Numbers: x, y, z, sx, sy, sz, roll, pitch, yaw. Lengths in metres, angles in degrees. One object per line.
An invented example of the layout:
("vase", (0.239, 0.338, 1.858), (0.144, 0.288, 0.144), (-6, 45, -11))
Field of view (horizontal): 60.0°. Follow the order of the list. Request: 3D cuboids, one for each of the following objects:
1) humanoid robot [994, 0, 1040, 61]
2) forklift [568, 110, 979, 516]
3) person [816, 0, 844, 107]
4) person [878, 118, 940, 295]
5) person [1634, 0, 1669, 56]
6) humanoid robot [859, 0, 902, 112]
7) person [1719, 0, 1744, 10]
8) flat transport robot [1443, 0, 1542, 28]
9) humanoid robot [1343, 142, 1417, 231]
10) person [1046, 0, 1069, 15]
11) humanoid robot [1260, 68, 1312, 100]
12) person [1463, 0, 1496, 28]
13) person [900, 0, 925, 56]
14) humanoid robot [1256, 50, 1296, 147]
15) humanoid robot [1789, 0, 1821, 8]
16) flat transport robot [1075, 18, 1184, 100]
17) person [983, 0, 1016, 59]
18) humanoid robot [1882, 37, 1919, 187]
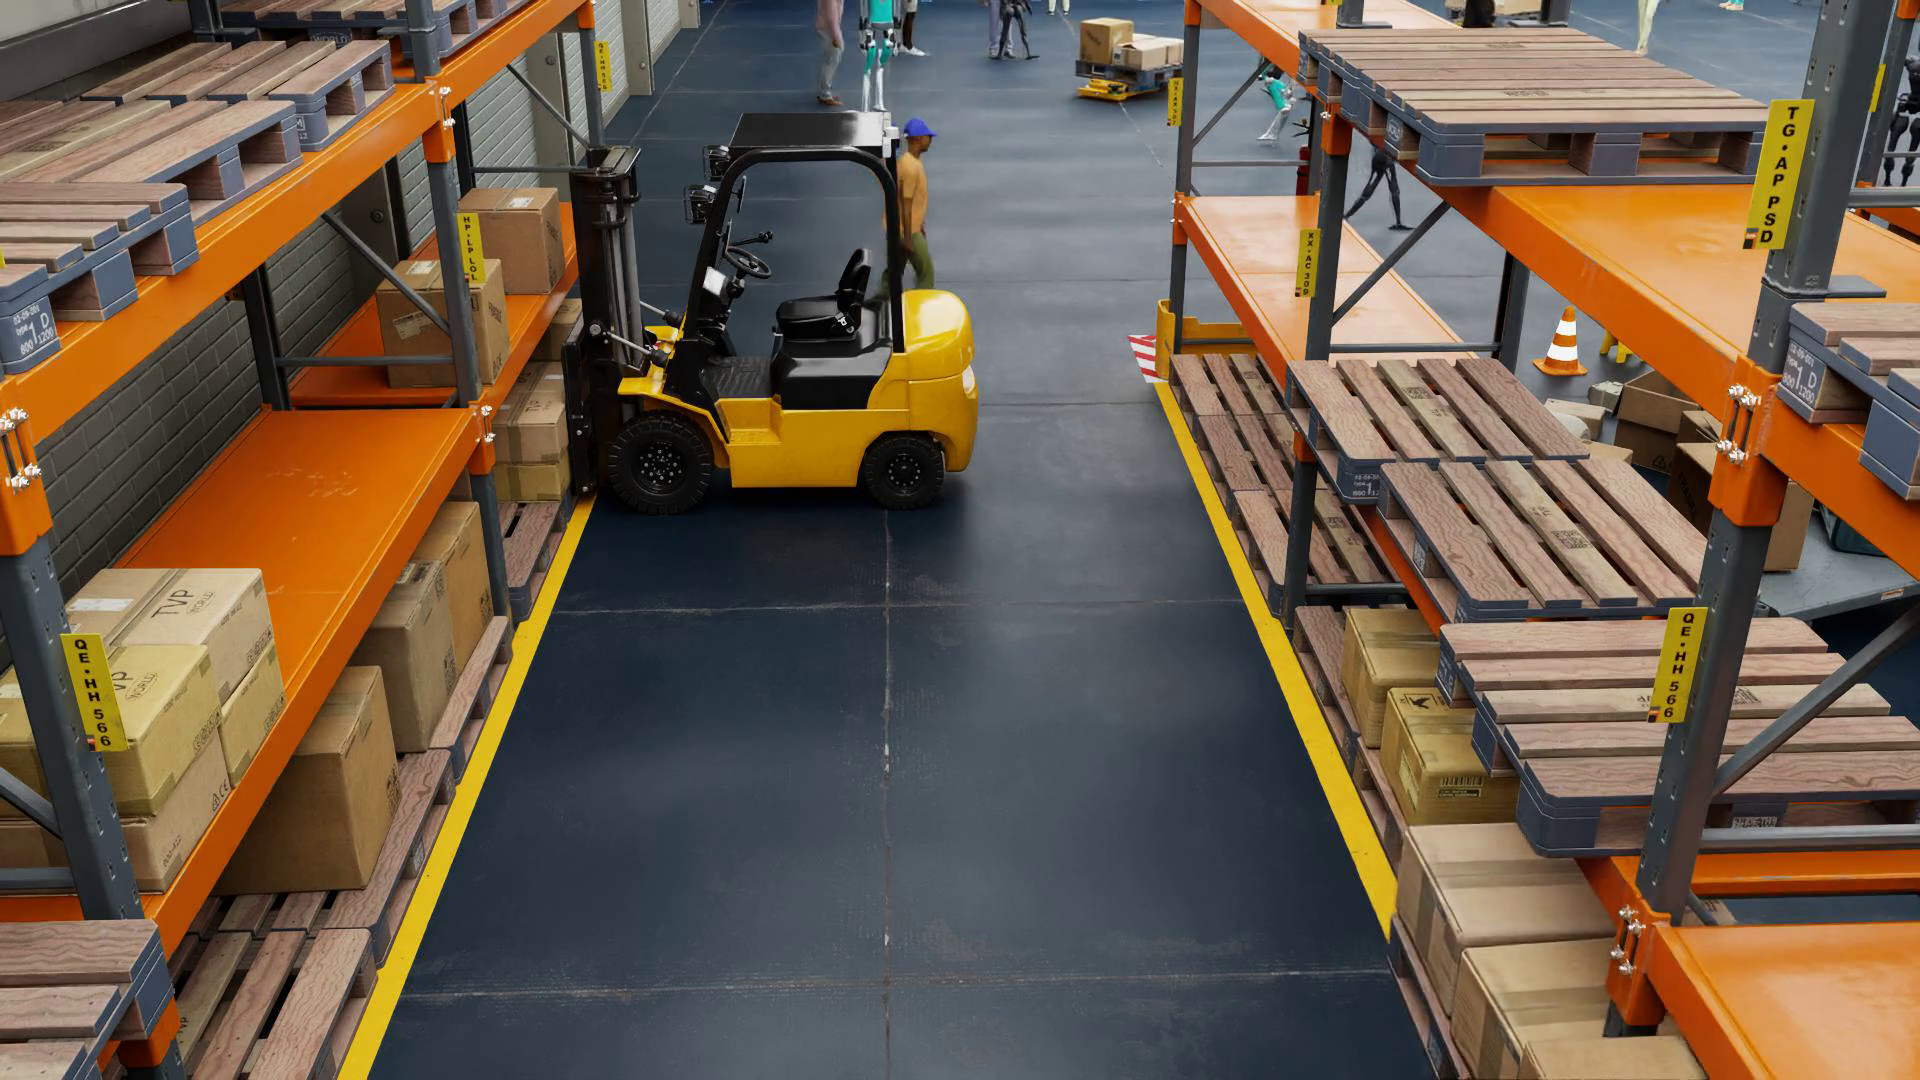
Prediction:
("humanoid robot", (0.826, -7.813, 24.225), (0.602, 1.625, 0.710), (-23, 33, -39))
("forklift", (-1.043, -1.379, 9.976), (2.313, 2.155, 1.214), (-1, 25, -2))
("person", (-1.622, -6.423, 20.999), (0.453, 1.897, 0.656), (0, 25, 1))
("person", (-0.336, -2.316, 12.554), (0.723, 1.672, 0.470), (-5, 26, -10))
("person", (10.128, -8.082, 24.548), (0.579, 1.861, 0.841), (22, 33, 38))
("humanoid robot", (-1.033, -6.199, 20.722), (0.536, 1.798, 0.718), (-7, 26, -15))
("person", (13.774, -10.315, 29.222), (0.378, 1.917, 0.492), (2, 25, 4))
("flat transport robot", (8.551, -8.200, 26.670), (1.431, 0.231, 0.659), (-16, 30, -30))
("humanoid robot", (3.949, -3.690, 15.527), (0.771, 1.635, 0.583), (5, 26, 10))
("person", (1.707, -9.979, 28.691), (0.563, 1.755, 0.319), (-3, 25, -7))
("humanoid robot", (4.336, -6.563, 21.600), (0.588, 1.619, 0.775), (-19, 32, -35))
("person", (6.761, -6.610, 21.496), (0.486, 1.815, 0.675), (11, 28, 23))
("person", (-0.731, -8.210, 24.793), (0.386, 1.905, 0.550), (1, 25, 3))
("humanoid robot", (3.650, -5.307, 18.910), (0.707, 1.878, 0.542), (-2, 25, -4))
("humanoid robot", (15.273, -10.304, 29.502), (0.611, 1.628, 0.736), (-23, 34, -40))
("flat transport robot", (2.278, -6.082, 22.183), (0.659, 0.231, 1.431), (22, 33, 39))
("person", (0.599, -8.050, 24.521), (0.574, 1.835, 0.395), (-7, 26, -15))
("humanoid robot", (9.605, -4.288, 16.760), (0.589, 1.646, 0.410), (20, 32, 36))
